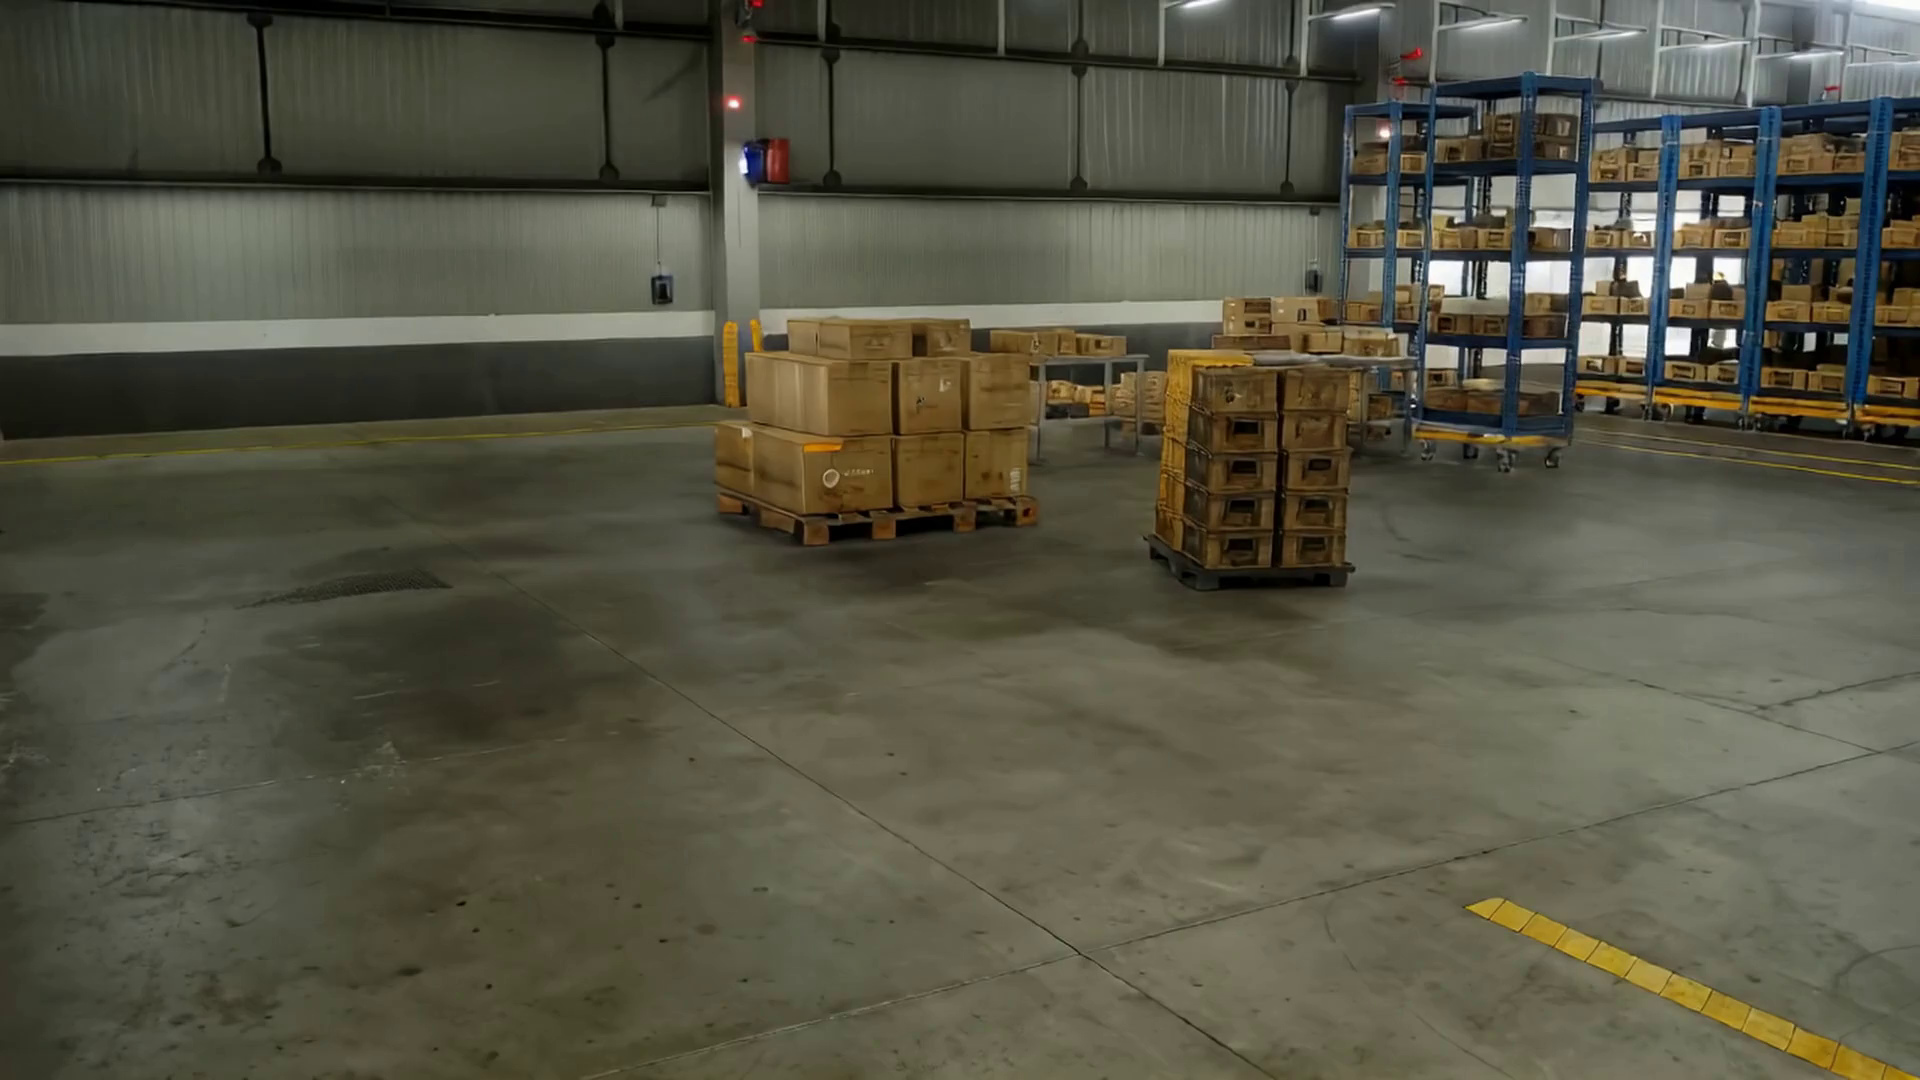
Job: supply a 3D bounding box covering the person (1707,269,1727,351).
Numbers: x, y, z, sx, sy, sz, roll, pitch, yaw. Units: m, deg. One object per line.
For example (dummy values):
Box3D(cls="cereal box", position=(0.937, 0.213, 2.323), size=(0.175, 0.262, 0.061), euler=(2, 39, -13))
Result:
Box3D(cls="person", position=(11.353, -3.203, 25.042), size=(0.557, 1.744, 0.355), euler=(-9, 13, -42))
